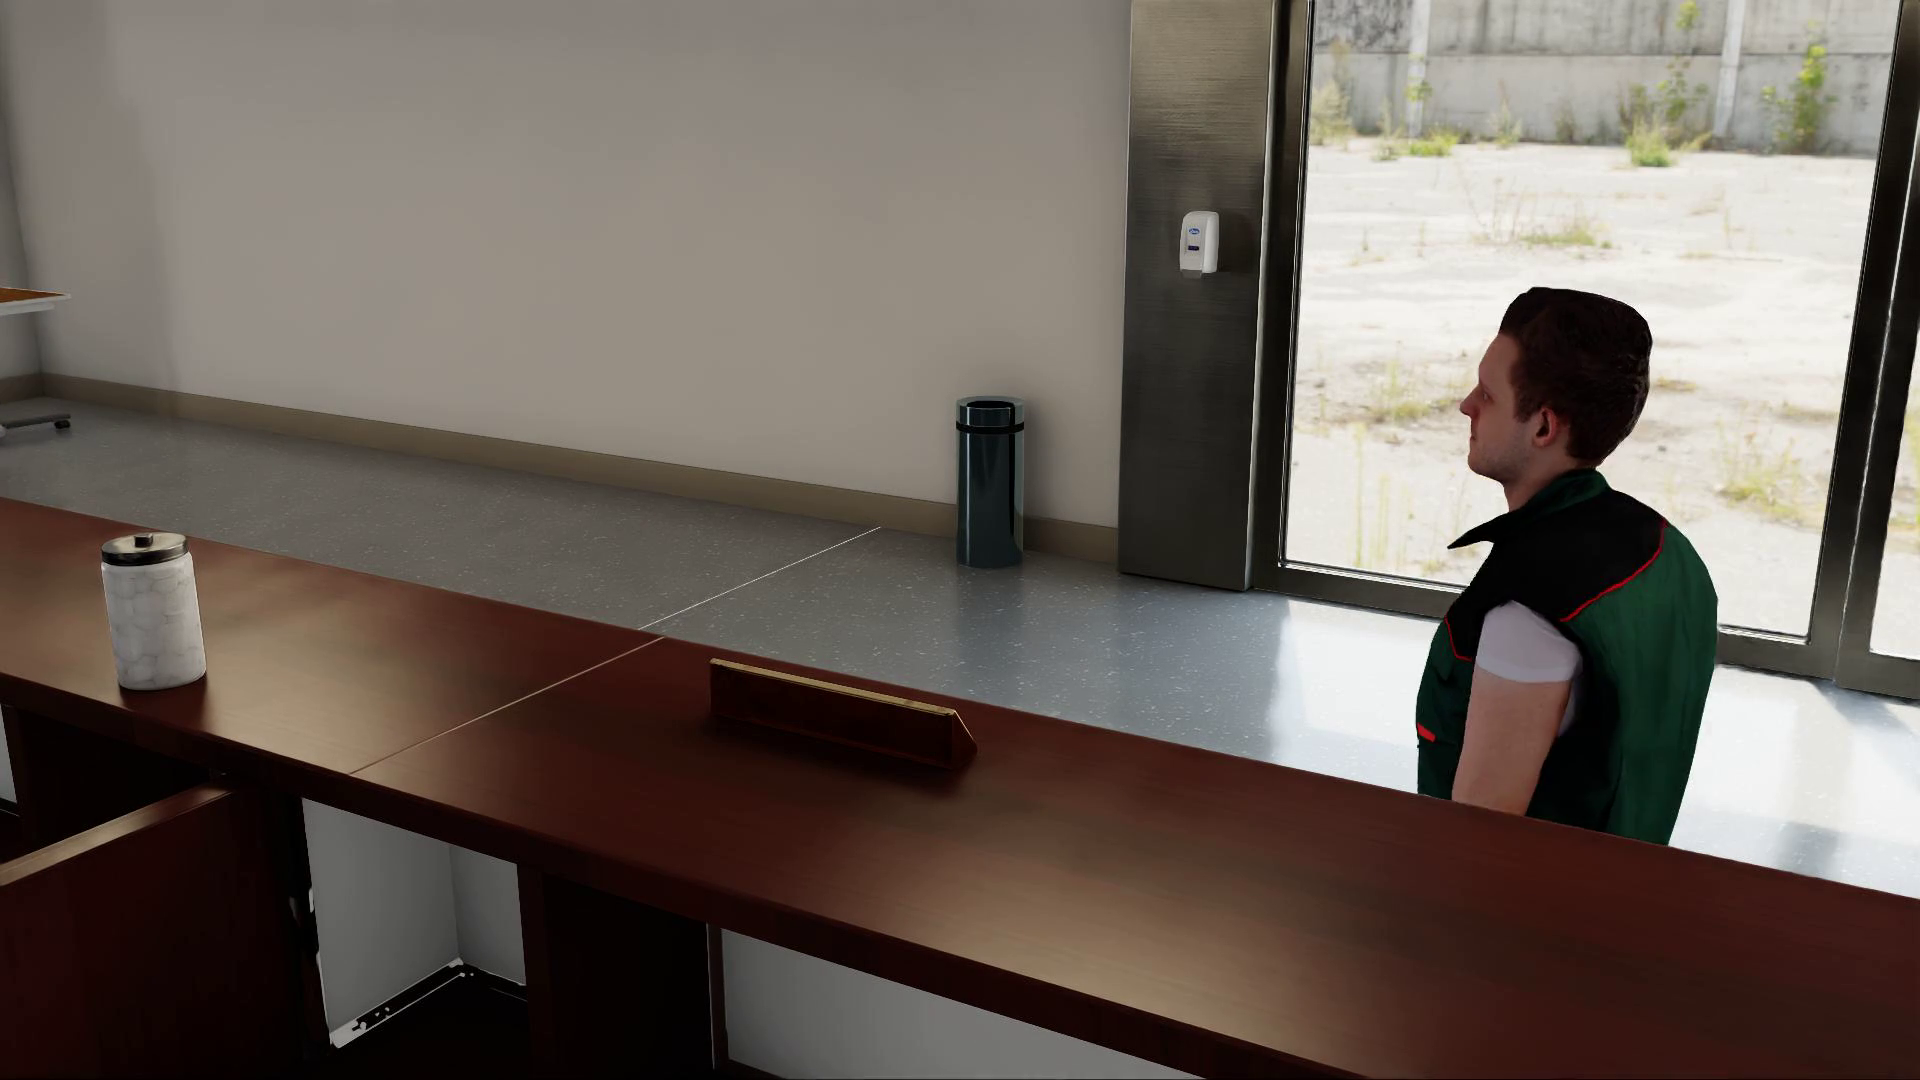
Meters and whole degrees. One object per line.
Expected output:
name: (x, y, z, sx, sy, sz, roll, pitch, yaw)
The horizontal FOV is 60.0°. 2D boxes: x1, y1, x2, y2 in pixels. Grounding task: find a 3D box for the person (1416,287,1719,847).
person: (0.860, 0.562, 2.377, 0.760, 1.833, 0.616, 12, 20, 36)
